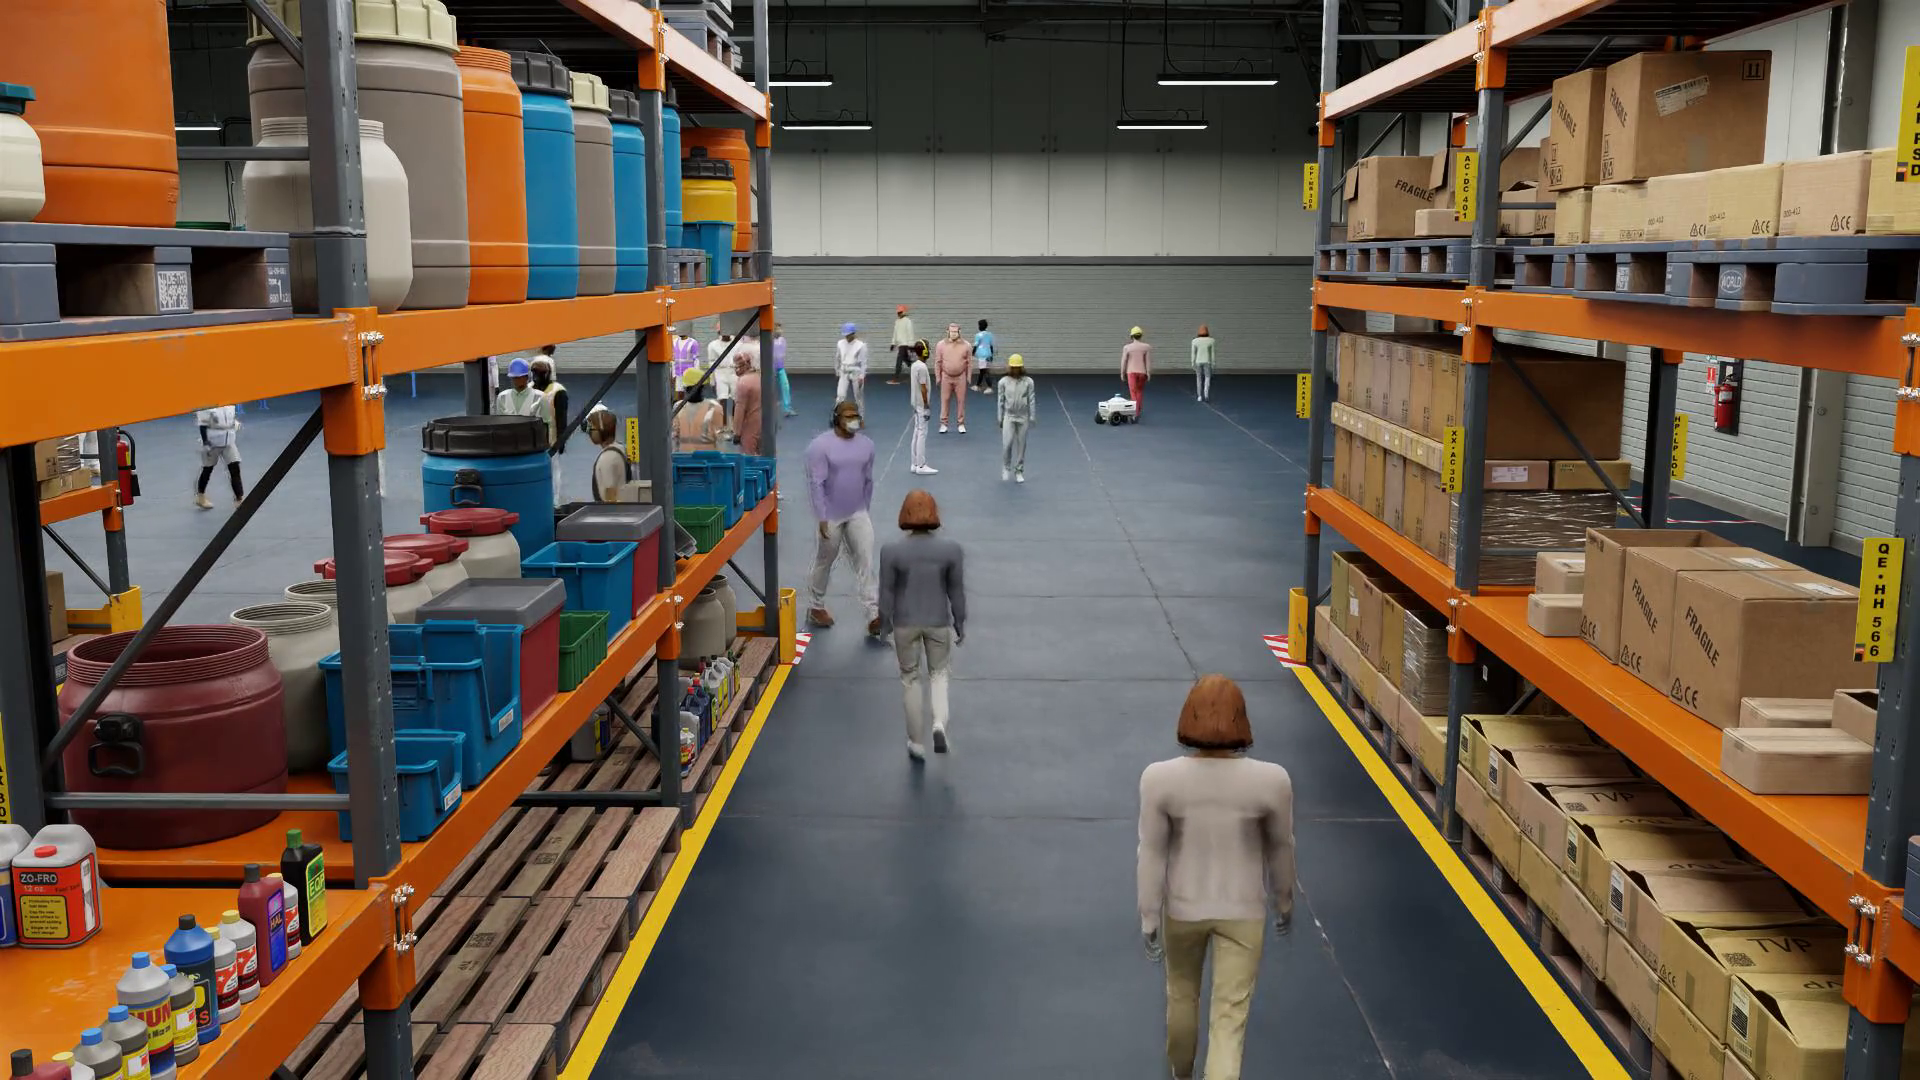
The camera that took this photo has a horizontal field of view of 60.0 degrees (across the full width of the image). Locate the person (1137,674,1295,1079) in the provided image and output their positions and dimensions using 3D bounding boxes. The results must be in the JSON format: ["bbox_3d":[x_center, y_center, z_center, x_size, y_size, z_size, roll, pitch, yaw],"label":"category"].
[{"bbox_3d":[0.865,1.229,5.612,0.508,1.599,0.814,2,10,13],"label":"person"}]

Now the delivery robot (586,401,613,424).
[{"bbox_3d":[-6.318,-2.192,29.061,0.477,0.478,0.707,-5,11,-28],"label":"delivery robot"}]

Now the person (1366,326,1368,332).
[{"bbox_3d":[6.863,-2.778,28.762,0.654,1.885,0.731,8,13,41],"label":"person"}]

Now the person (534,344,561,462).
[{"bbox_3d":[-6.081,-2.079,24.445,0.466,1.925,0.543,-8,12,-40],"label":"person"}]

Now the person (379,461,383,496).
[{"bbox_3d":[-7.627,-1.468,21.008,0.720,1.841,0.573,3,10,19],"label":"person"}]

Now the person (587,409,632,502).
[{"bbox_3d":[-2.662,-0.143,13.213,0.839,1.814,0.539,1,10,4],"label":"person"}]

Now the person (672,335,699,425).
[{"bbox_3d":[-4.945,-2.992,29.873,0.547,1.939,0.376,4,10,25],"label":"person"}]

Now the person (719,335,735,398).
[{"bbox_3d":[-5.128,-3.957,36.554,0.517,1.636,0.314,9,13,42],"label":"person"}]

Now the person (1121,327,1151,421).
[{"bbox_3d":[3.277,-3.136,31.309,0.547,1.733,0.800,-2,10,-11],"label":"person"}]

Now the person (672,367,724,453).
[{"bbox_3d":[-2.686,-0.847,17.171,0.598,1.896,0.898,4,10,24],"label":"person"}]

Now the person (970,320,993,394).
[{"bbox_3d":[0.456,-4.136,37.532,0.838,1.652,0.546,8,12,39],"label":"person"}]

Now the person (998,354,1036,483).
[{"bbox_3d":[0.768,-1.630,22.358,0.503,1.728,0.493,-1,10,-6],"label":"person"}]

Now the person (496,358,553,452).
[{"bbox_3d":[-4.627,-0.953,17.633,0.618,1.944,0.400,1,10,8],"label":"person"}]

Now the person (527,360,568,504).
[{"bbox_3d":[-4.841,-1.179,19.339,0.645,1.827,0.439,5,11,28],"label":"person"}]

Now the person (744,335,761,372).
[{"bbox_3d":[-3.510,-2.658,28.093,0.650,1.874,0.893,8,12,38],"label":"person"}]

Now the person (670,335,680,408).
[{"bbox_3d":[-5.818,-3.614,33.638,0.547,1.925,0.462,-2,10,-14],"label":"person"}]

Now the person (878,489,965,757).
[{"bbox_3d":[-0.227,0.506,9.848,0.517,1.618,0.411,-2,10,-10],"label":"person"}]

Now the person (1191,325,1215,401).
[{"bbox_3d":[5.197,-3.782,35.536,0.522,1.619,0.450,1,10,8],"label":"person"}]

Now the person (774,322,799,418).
[{"bbox_3d":[-3.426,-3.226,31.654,0.838,1.811,0.599,8,12,39],"label":"person"}]

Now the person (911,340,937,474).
[{"bbox_3d":[-0.522,-1.877,23.381,0.319,1.876,0.532,-3,10,-18],"label":"person"}]

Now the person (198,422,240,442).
[{"bbox_3d":[-12.330,-2.448,27.543,0.576,1.619,0.524,-5,11,-27],"label":"person"}]

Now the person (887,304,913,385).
[{"bbox_3d":[-1.345,-4.798,40.683,1.010,1.954,0.618,-6,11,-31],"label":"person"}]

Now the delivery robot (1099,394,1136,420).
[{"bbox_3d":[2.893,-2.437,30.534,0.707,0.478,0.477,-7,12,-35],"label":"delivery robot"}]

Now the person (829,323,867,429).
[{"bbox_3d":[-1.984,-2.880,29.385,0.662,1.872,1.019,4,10,21],"label":"person"}]

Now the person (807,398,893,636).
[{"bbox_3d":[-0.923,-0.190,13.279,0.638,1.888,1.038,-6,11,-31],"label":"person"}]

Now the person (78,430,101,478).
[{"bbox_3d":[-11.999,-1.765,22.817,0.429,1.844,0.627,3,10,17],"label":"person"}]

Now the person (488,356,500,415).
[{"bbox_3d":[-7.889,-2.602,27.568,0.587,1.928,0.364,4,10,20],"label":"person"}]

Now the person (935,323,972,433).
[{"bbox_3d":[-0.113,-2.807,28.865,0.651,1.904,0.403,0,9,-1],"label":"person"}]

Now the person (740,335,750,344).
[{"bbox_3d":[-5.151,-4.900,41.300,0.638,1.938,0.356,0,9,1],"label":"person"}]

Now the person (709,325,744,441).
[{"bbox_3d":[-3.900,-2.697,27.843,0.616,2.027,0.592,-3,10,-17],"label":"person"}]

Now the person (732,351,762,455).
[{"bbox_3d":[-2.548,-1.385,20.465,0.397,1.876,0.772,4,10,25],"label":"person"}]

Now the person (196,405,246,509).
[{"bbox_3d":[-8.826,-1.160,19.777,0.893,1.658,0.538,6,11,30],"label":"person"}]
